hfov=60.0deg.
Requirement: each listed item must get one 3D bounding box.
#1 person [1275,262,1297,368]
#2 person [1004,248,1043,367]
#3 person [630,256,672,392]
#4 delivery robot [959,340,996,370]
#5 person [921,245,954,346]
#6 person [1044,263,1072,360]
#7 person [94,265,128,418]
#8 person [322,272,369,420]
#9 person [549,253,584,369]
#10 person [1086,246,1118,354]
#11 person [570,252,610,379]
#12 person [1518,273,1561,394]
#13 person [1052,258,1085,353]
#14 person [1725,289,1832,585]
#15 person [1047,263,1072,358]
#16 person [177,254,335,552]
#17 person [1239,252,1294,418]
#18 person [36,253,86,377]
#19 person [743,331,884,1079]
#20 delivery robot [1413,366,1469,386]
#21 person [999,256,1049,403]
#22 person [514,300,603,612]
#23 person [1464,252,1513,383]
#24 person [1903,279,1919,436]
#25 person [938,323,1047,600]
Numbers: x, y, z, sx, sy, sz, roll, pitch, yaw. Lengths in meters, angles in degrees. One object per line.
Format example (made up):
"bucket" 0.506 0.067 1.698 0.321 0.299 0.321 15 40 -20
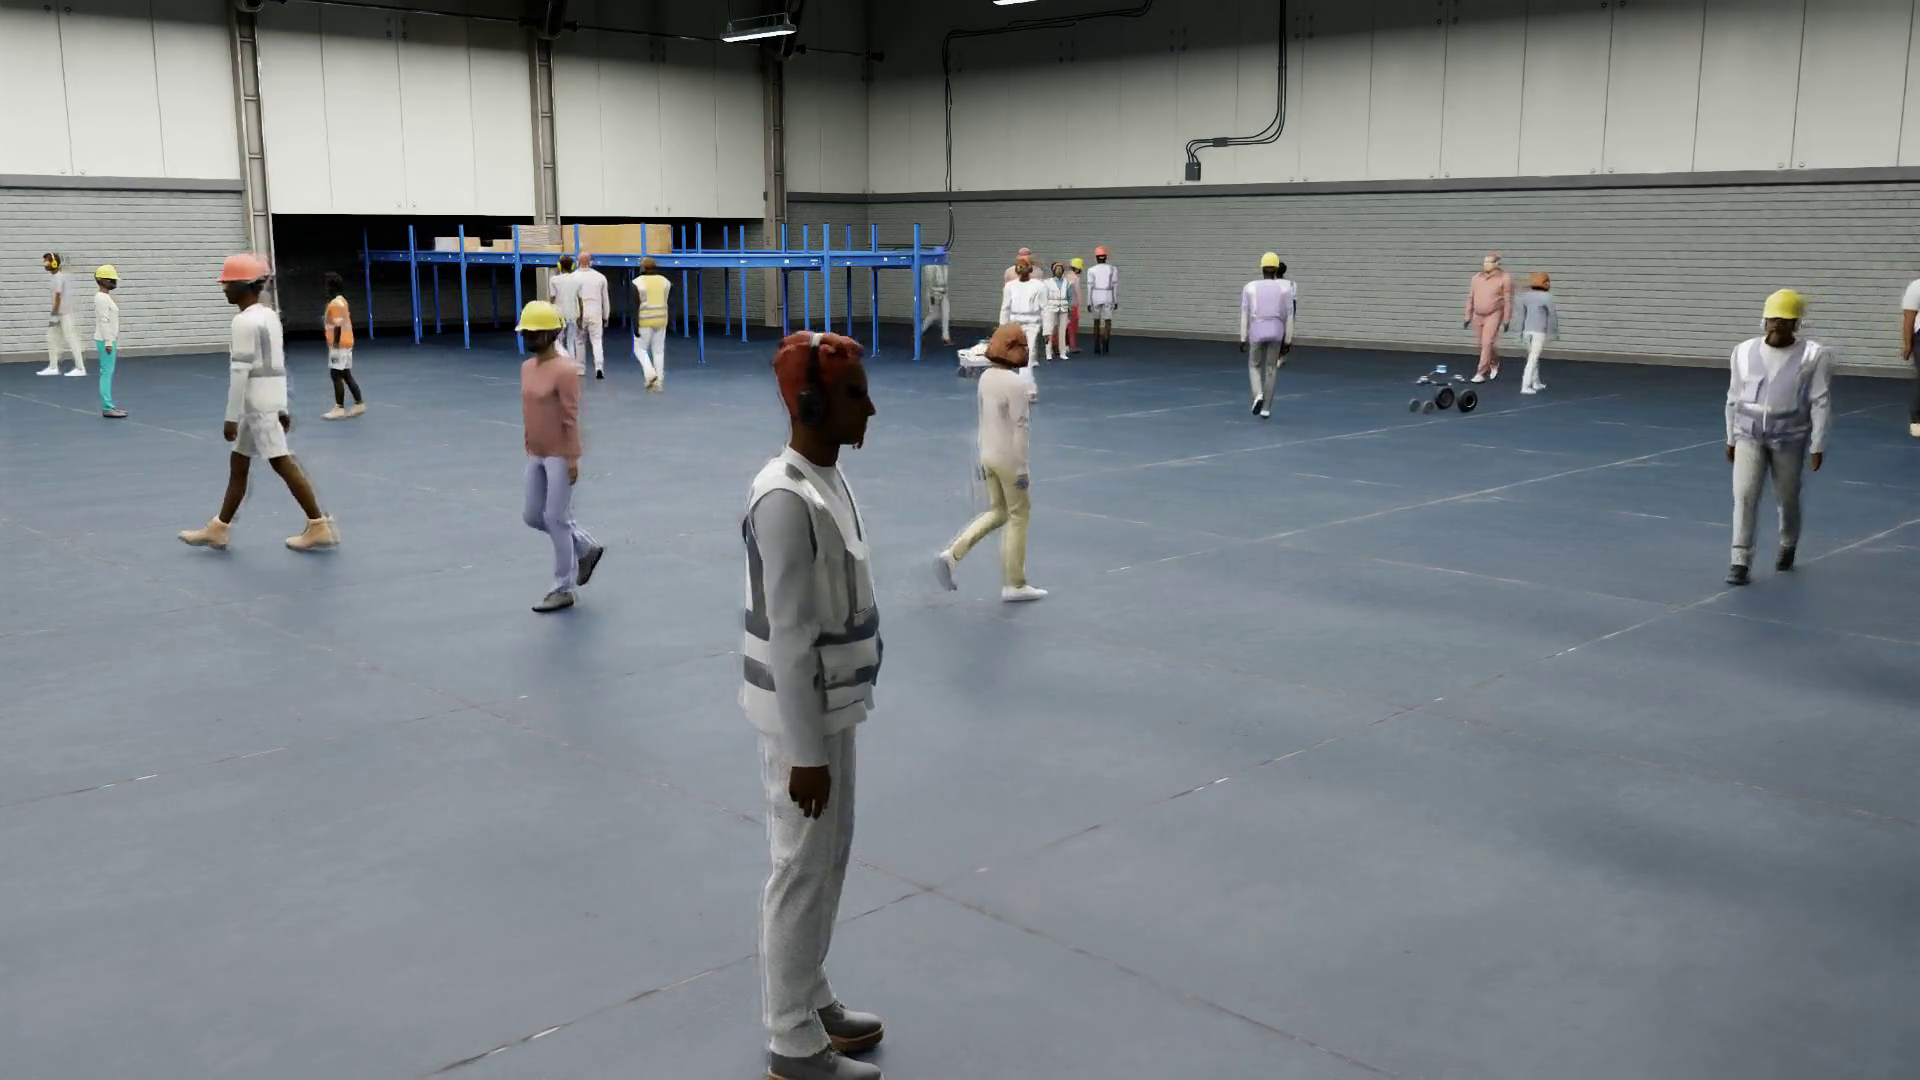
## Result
"person" 5.096 -3.620 26.745 0.557 1.666 0.734 -1 10 -5
"person" 1.031 -3.736 26.766 0.653 1.906 0.408 0 10 1
"person" -4.195 -2.925 22.586 0.628 1.827 0.448 -8 13 -36
"delivery robot" 0.345 -2.771 25.055 0.707 0.478 0.477 -5 12 -26
"person" -0.475 -4.706 32.027 0.778 1.923 0.609 10 14 44
"person" 1.659 -3.887 28.318 0.522 1.640 0.305 -3 11 -16
"person" -9.940 -2.323 19.450 0.328 1.765 0.528 -4 11 -22
"person" -7.181 -2.244 19.284 0.468 1.709 0.545 -2 11 -12
"person" -5.590 -3.138 23.644 0.535 1.853 0.671 -7 13 -34
"person" 2.538 -4.285 29.717 0.572 1.918 0.640 0 10 3
"person" -5.550 -3.353 24.790 0.658 1.870 0.941 -3 11 -18
"person" 7.800 -2.767 22.296 0.734 1.605 0.498 -6 12 -29
"person" 1.934 -4.184 29.723 0.684 1.718 0.546 -3 11 -14
"person" 5.071 -0.659 10.316 0.605 1.798 0.897 8 13 37
"person" 1.713 -4.039 29.166 0.524 1.631 0.890 -1 10 -4
"person" -4.729 -0.902 11.099 1.036 1.987 0.626 -1 10 -8
"person" 3.560 -2.378 19.330 0.618 1.912 0.410 1 10 7
"person" -13.571 -3.365 24.910 0.781 1.840 0.523 -8 13 -36
"person" -0.352 0.430 4.123 0.352 1.882 0.608 1 10 5
"delivery robot" 5.827 -1.995 20.113 0.698 0.223 0.335 -5 11 -23
"person" 0.743 -2.609 20.783 0.602 1.838 0.958 6 12 31
"person" -2.282 -0.490 9.507 0.528 1.754 0.505 9 14 41
"person" 7.687 -3.239 24.141 0.866 1.880 0.648 -9 14 -40
"person" 10.279 -2.061 17.384 0.686 2.000 0.613 0 10 0
"person" 0.200 -0.440 9.611 0.567 1.620 0.504 -5 12 -25
